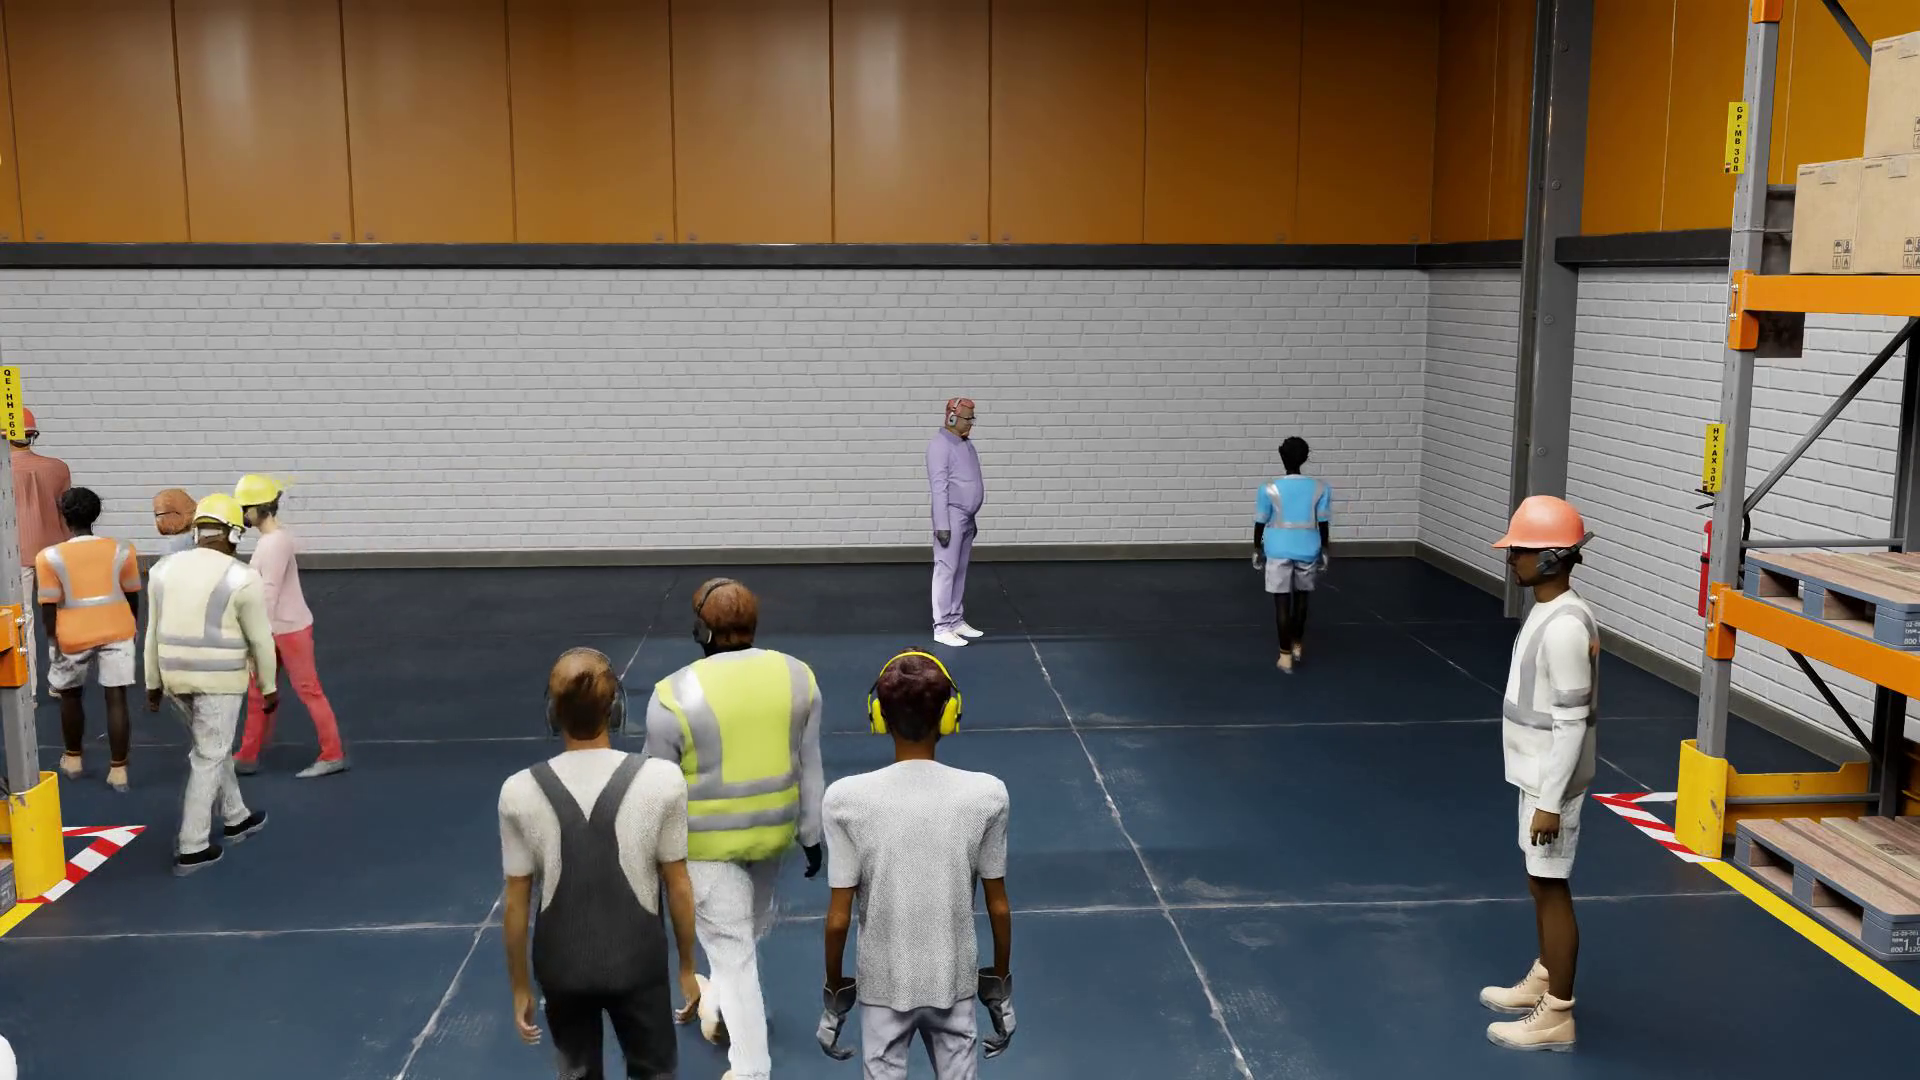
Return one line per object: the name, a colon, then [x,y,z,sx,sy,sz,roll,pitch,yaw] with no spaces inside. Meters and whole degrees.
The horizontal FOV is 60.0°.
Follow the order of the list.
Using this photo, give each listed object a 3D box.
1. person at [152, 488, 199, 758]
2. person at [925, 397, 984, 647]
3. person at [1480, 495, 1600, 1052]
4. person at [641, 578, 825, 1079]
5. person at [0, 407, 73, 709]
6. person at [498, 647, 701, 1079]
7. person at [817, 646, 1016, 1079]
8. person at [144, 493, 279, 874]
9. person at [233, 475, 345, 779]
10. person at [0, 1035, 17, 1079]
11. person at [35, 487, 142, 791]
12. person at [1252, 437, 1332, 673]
person: [-4.434,0.507,9.570,0.340,1.623,0.570,1,9,4]
person: [-0.018,-0.148,12.830,0.407,1.902,0.638,3,10,20]
person: [2.118,0.851,6.106,0.392,2.041,0.615,2,9,14]
person: [-0.863,1.016,5.807,0.654,1.802,0.901,-7,11,-36]
person: [-6.108,0.109,10.909,0.375,1.997,0.611,5,11,31]
person: [-0.982,1.200,4.567,0.528,1.834,0.505,-1,9,-6]
person: [-0.114,1.212,4.412,0.532,1.861,0.312,-1,9,-8]
person: [-3.579,0.668,8.079,0.608,1.776,0.801,3,9,16]
person: [-3.869,0.506,9.254,0.821,1.727,0.541,-5,10,-29]
person: [-1.928,1.407,3.056,0.549,1.912,0.770,0,9,-1]
person: [-4.843,0.534,9.273,0.539,1.670,0.751,-7,11,-35]
person: [2.370,0.083,12.047,0.553,1.671,0.683,0,9,-3]
